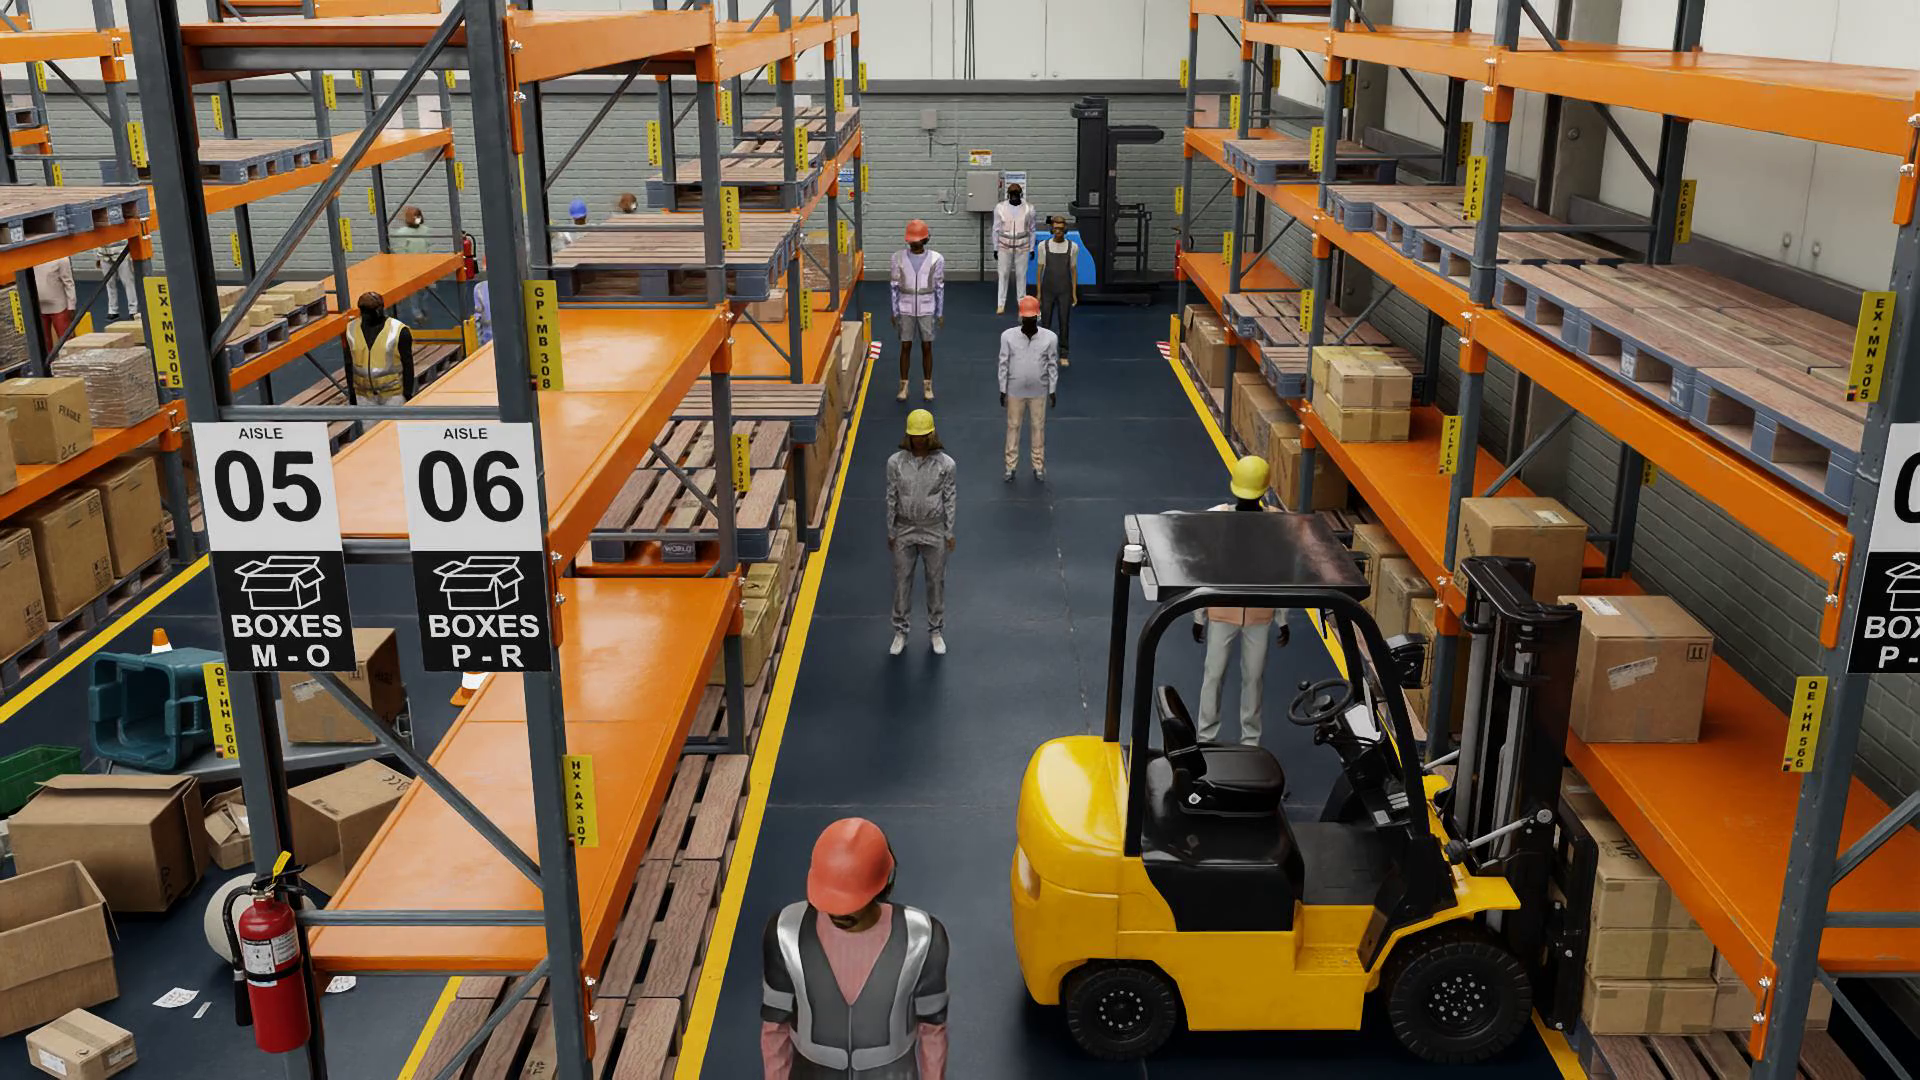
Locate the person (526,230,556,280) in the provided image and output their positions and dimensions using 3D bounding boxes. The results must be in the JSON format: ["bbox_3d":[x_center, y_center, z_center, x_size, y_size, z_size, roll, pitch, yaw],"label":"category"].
[{"bbox_3d":[-5.357,-3.229,21.120,0.882,1.689,0.484,13,22,33],"label":"person"}]

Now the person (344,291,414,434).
[{"bbox_3d":[-5.318,-1.363,15.253,0.619,1.838,0.430,0,18,1],"label":"person"}]

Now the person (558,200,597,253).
[{"bbox_3d":[-4.772,-3.367,21.167,0.626,1.924,0.479,-6,19,-19],"label":"person"}]

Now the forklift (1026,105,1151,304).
[{"bbox_3d":[1.857,-4.944,24.441,1.873,2.768,1.129,0,18,0],"label":"forklift"}]

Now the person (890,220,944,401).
[{"bbox_3d":[-0.476,-2.546,18.516,0.605,2.034,0.392,0,18,1],"label":"person"}]

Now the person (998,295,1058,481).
[{"bbox_3d":[0.631,-1.410,15.519,0.560,1.753,0.327,0,18,1],"label":"person"}]

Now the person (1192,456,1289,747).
[{"bbox_3d":[1.645,0.428,9.706,0.584,1.918,0.381,0,18,1],"label":"person"}]

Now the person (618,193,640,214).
[{"bbox_3d":[-4.817,-4.262,24.351,0.372,1.626,0.503,12,22,32],"label":"person"}]

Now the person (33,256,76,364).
[{"bbox_3d":[-10.327,-2.632,18.836,0.609,1.996,0.379,0,18,1],"label":"person"}]

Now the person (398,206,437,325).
[{"bbox_3d":[-7.434,-3.758,22.820,0.355,1.625,0.498,15,23,38],"label":"person"}]

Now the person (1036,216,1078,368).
[{"bbox_3d":[1.178,-3.014,20.226,0.507,1.847,0.343,0,18,1],"label":"person"}]

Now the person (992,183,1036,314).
[{"bbox_3d":[0.765,-4.132,23.614,0.619,1.845,0.430,0,18,1],"label":"person"}]

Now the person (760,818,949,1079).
[{"bbox_3d":[-0.336,1.806,5.360,0.605,2.034,0.392,0,18,1],"label":"person"}]

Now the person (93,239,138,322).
[{"bbox_3d":[-11.709,-3.933,23.023,0.586,1.835,0.403,0,18,1],"label":"person"}]

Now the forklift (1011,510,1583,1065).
[{"bbox_3d":[1.387,1.055,7.378,2.313,2.155,1.214,0,18,0],"label":"forklift"}]

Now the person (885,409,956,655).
[{"bbox_3d":[-0.271,-0.051,11.428,0.483,1.745,0.299,0,18,1],"label":"person"}]
